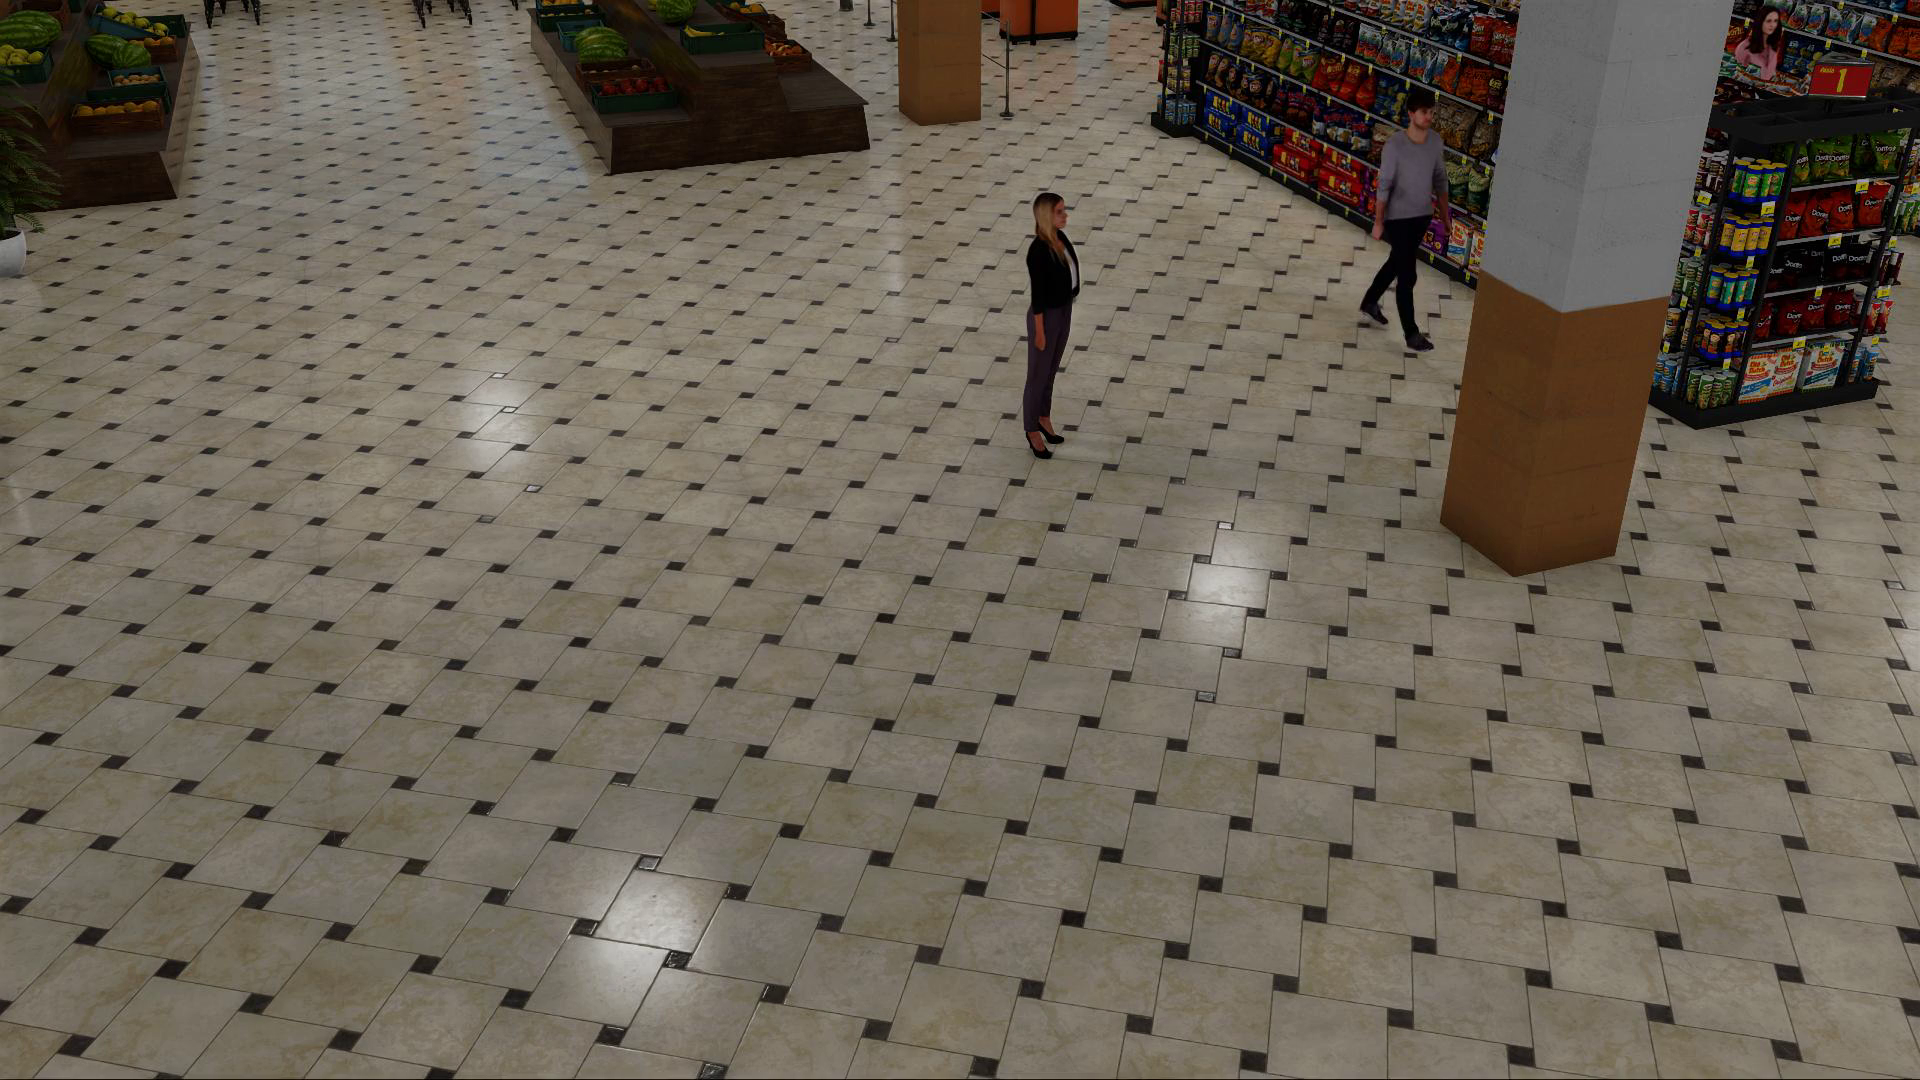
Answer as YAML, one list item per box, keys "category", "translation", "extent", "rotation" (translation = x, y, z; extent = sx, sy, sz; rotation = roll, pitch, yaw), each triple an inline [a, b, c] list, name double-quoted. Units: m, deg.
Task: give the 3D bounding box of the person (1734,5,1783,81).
- category: "person"
  translation: [6.907, -3.784, 14.643]
  extent: [0.611, 1.803, 0.515]
  rotation: [-9, 30, -16]

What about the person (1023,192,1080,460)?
- category: "person"
  translation: [0.536, -1.333, 10.290]
  extent: [0.729, 1.672, 0.670]
  rotation: [13, 31, 22]

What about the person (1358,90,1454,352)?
- category: "person"
  translation: [3.164, -2.323, 11.973]
  extent: [0.793, 1.796, 1.201]
  rotation: [-14, 32, -24]
